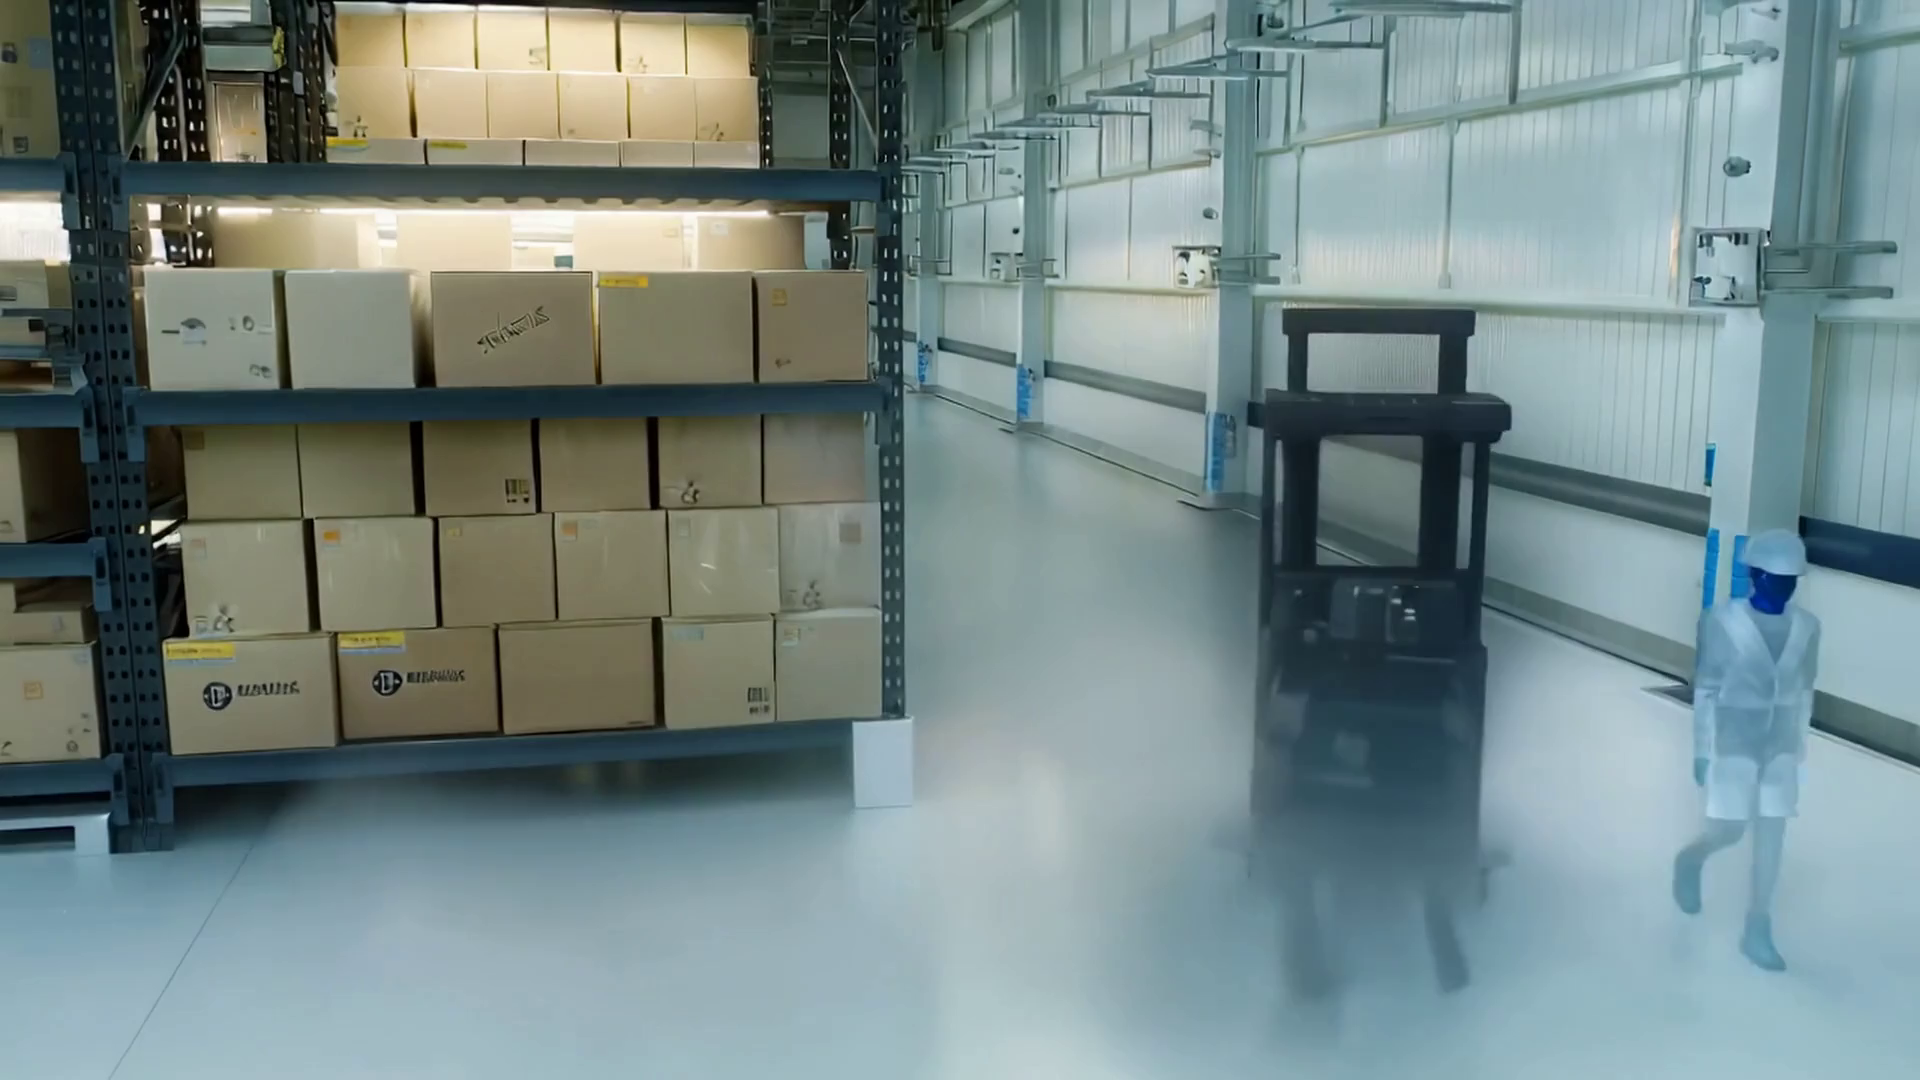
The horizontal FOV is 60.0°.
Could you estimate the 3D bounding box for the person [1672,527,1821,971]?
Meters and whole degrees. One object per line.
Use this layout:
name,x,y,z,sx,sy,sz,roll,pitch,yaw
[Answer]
person,3.483,0.879,7.347,0.558,1.926,0.630,-1,9,-3

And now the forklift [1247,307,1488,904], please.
forklift,2.102,0.193,8.623,1.129,2.768,1.873,2,9,10
